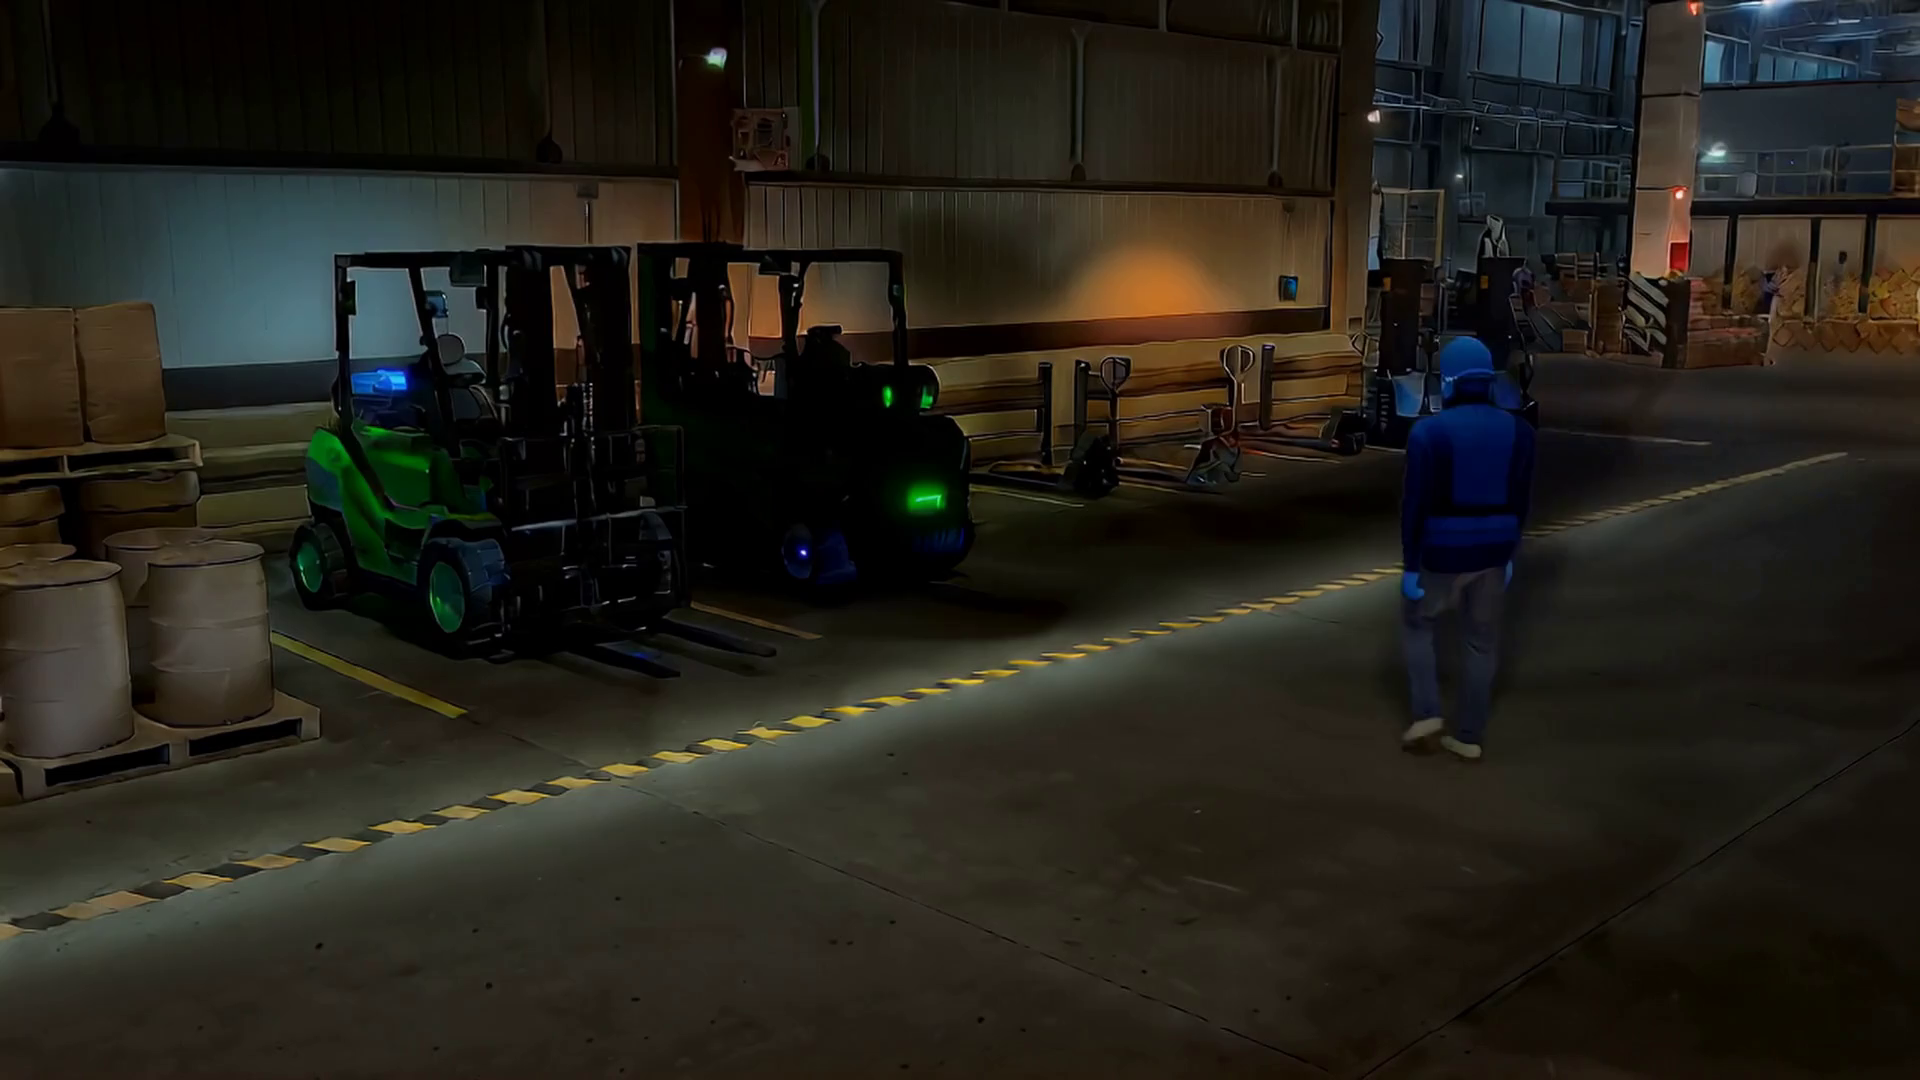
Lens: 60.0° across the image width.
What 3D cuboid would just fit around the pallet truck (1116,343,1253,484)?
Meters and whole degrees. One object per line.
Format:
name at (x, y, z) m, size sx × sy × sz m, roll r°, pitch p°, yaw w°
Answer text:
pallet truck at (1.962, -1.215, 15.415) m, size 1.522 × 1.261 × 0.704 m, roll 10°, pitch 14°, yaw 43°

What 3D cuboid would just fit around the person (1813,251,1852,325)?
person at (22.077, -6.357, 41.932) m, size 0.579 × 1.856 × 0.828 m, roll -10°, pitch 14°, yaw -43°

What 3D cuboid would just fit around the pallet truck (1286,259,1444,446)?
pallet truck at (4.493, -2.078, 18.196) m, size 0.823 × 1.965 × 1.885 m, roll -9°, pitch 14°, yaw -40°

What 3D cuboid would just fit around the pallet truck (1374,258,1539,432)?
pallet truck at (5.704, -2.208, 18.901) m, size 1.885 × 1.965 × 0.823 m, roll 10°, pitch 14°, yaw 43°

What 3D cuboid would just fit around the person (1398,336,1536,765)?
person at (2.124, 0.053, 7.066) m, size 0.591 × 1.818 × 0.424 m, roll -1°, pitch 10°, yaw -6°

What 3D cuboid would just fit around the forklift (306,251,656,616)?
forklift at (-2.833, -0.669, 9.694) m, size 1.157 × 1.987 × 2.680 m, roll -10°, pitch 14°, yaw -44°

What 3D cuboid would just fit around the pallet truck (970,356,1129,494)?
pallet truck at (0.784, -1.085, 14.876) m, size 0.680 × 1.201 × 1.601 m, roll -10°, pitch 14°, yaw -44°

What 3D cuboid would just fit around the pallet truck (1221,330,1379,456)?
pallet truck at (3.563, -1.581, 17.381) m, size 0.653 × 1.274 × 1.630 m, roll -10°, pitch 14°, yaw -44°

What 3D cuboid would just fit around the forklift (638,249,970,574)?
forklift at (-1.173, -0.958, 11.239) m, size 2.680 × 1.987 × 1.157 m, roll 10°, pitch 14°, yaw 43°
